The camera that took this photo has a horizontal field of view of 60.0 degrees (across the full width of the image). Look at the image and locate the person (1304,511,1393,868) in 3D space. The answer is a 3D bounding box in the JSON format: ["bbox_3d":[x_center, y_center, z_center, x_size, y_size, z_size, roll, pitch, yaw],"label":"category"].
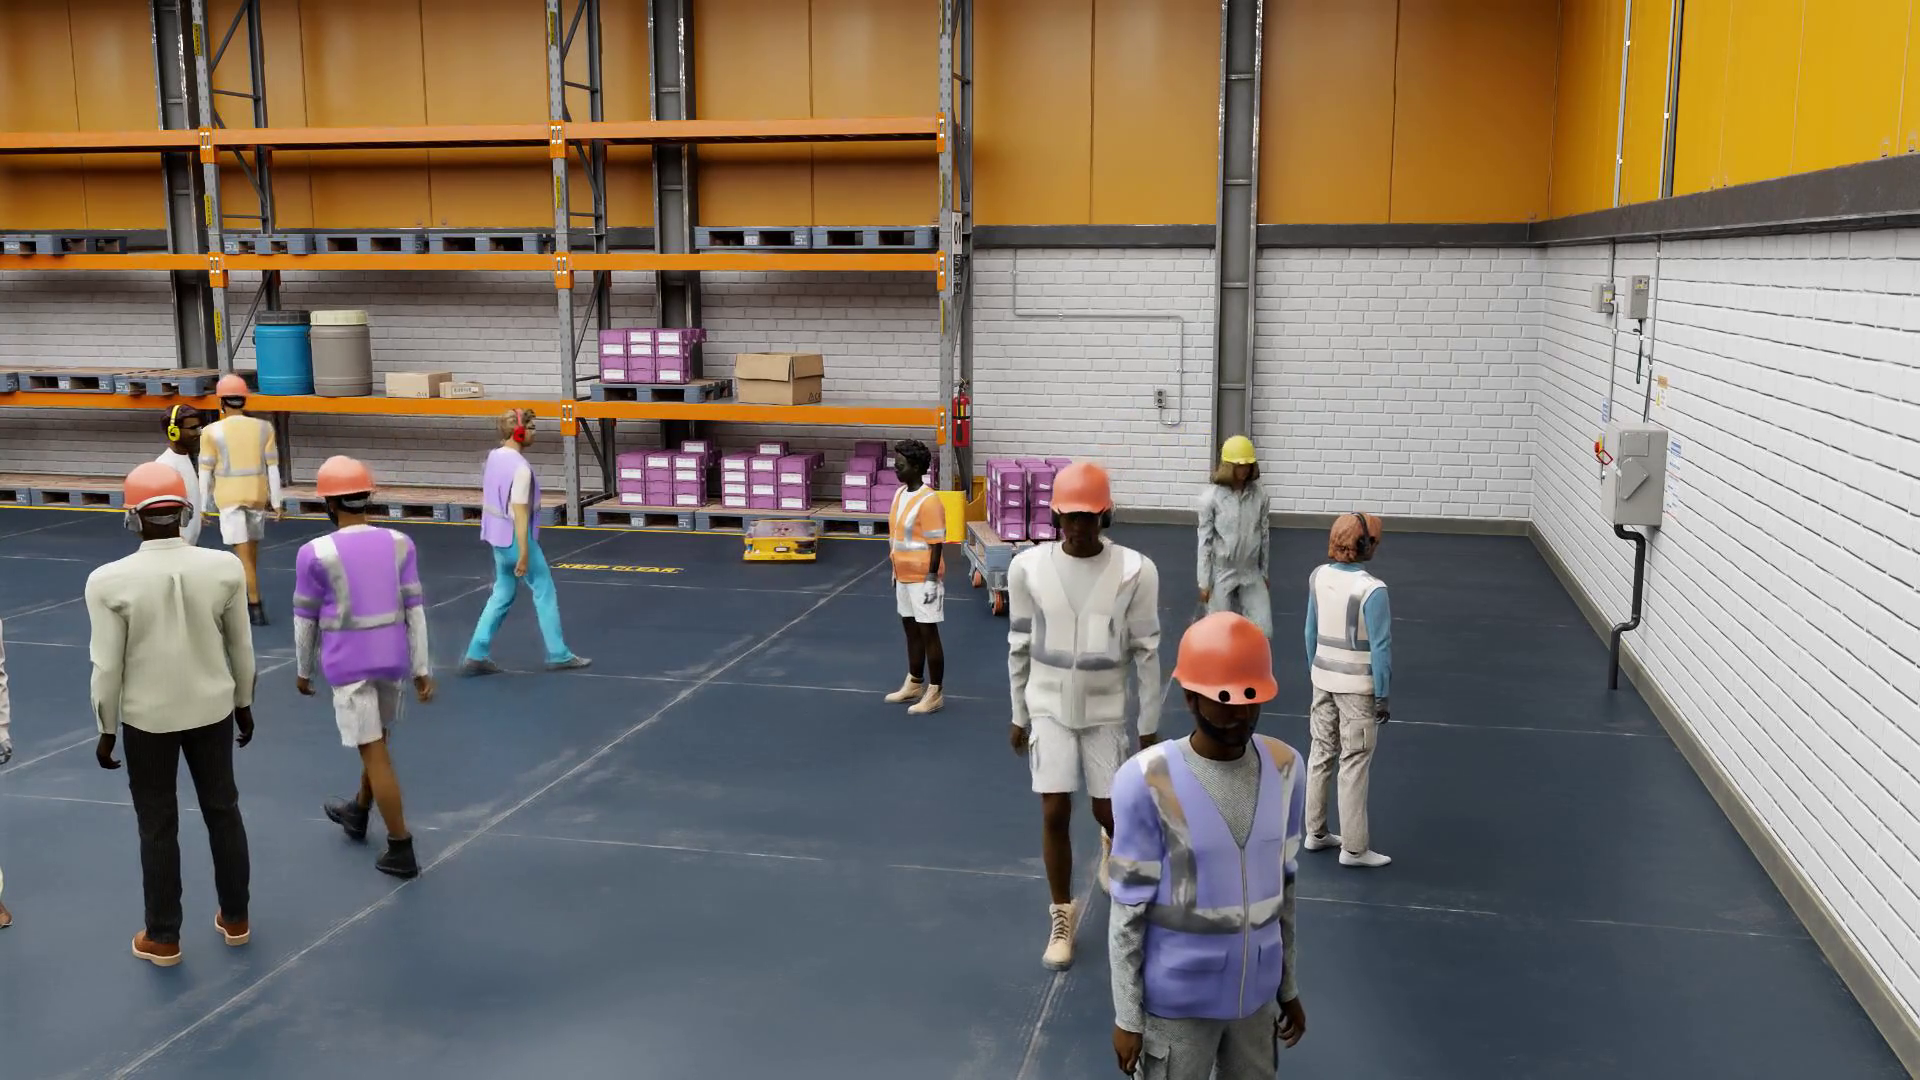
[{"bbox_3d":[1.783,0.683,7.648,0.306,1.639,0.524,-5,11,-27],"label":"person"}]

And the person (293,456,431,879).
[{"bbox_3d":[-2.795,0.558,7.628,0.961,1.888,0.536,8,12,39],"label":"person"}]

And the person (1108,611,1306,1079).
[{"bbox_3d":[0.638,1.123,4.160,0.551,1.935,0.371,-4,10,-24],"label":"person"}]

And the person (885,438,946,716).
[{"bbox_3d":[-0.270,0.222,10.204,0.319,1.695,0.538,-5,11,-27],"label":"person"}]

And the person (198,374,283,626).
[{"bbox_3d":[-5.595,-0.321,12.817,0.569,1.896,0.930,-9,13,-44],"label":"person"}]

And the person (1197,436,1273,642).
[{"bbox_3d":[1.671,0.227,10.080,0.514,1.726,0.430,-4,10,-20],"label":"person"}]

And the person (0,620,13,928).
[{"bbox_3d":[-4.172,0.824,6.828,0.500,1.633,0.282,-7,12,-34],"label":"person"}]

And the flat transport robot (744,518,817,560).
[{"bbox_3d":[-1.696,-0.019,15.847,0.652,0.197,1.431,-1,10,-4],"label":"flat transport robot"}]

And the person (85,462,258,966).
[{"bbox_3d":[-3.114,0.682,6.605,0.622,1.992,0.386,-9,13,-44],"label":"person"}]

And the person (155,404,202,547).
[{"bbox_3d":[-5.013,0.052,10.754,0.319,1.858,0.526,-2,10,-14],"label":"person"}]

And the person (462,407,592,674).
[{"bbox_3d":[-2.952,0.011,11.118,0.829,1.815,0.576,-8,12,-38],"label":"person"}]

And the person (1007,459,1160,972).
[{"bbox_3d":[0.504,0.653,6.730,0.612,2.019,0.766,2,10,11],"label":"person"}]
